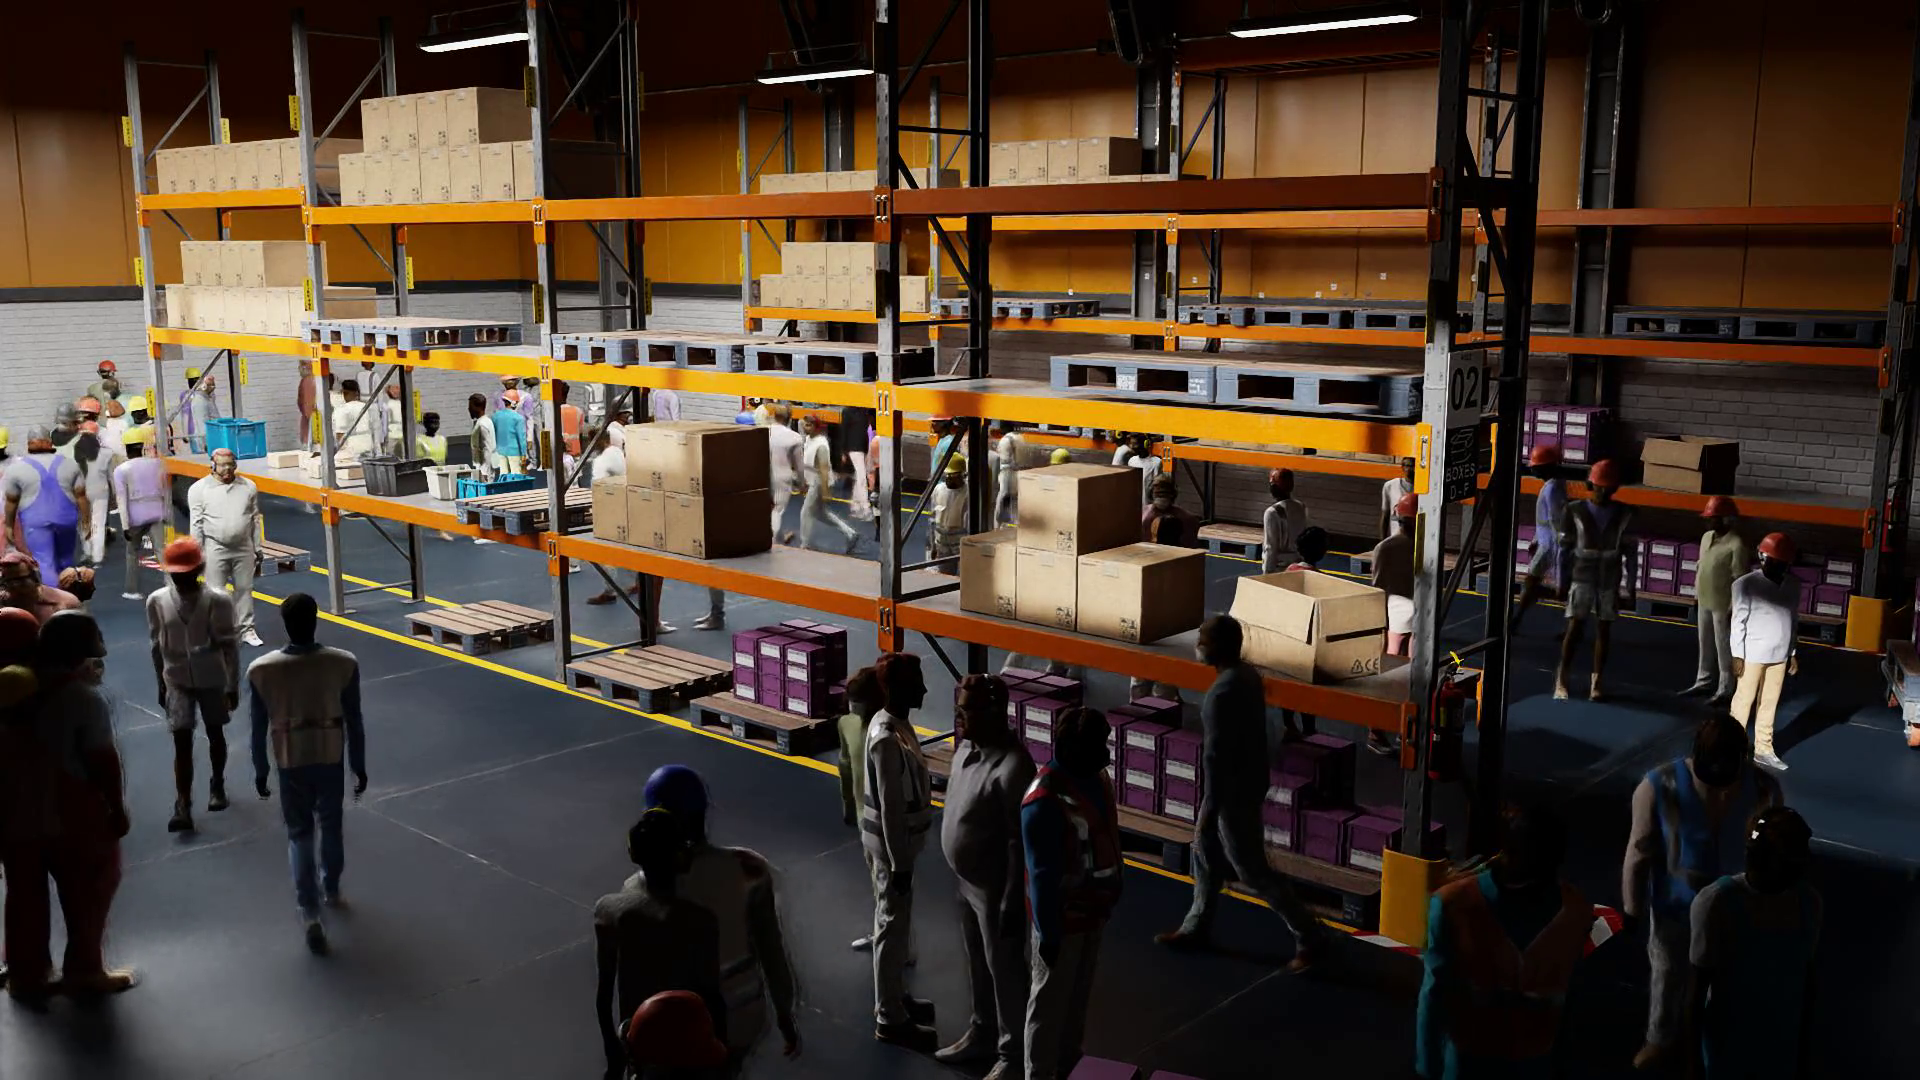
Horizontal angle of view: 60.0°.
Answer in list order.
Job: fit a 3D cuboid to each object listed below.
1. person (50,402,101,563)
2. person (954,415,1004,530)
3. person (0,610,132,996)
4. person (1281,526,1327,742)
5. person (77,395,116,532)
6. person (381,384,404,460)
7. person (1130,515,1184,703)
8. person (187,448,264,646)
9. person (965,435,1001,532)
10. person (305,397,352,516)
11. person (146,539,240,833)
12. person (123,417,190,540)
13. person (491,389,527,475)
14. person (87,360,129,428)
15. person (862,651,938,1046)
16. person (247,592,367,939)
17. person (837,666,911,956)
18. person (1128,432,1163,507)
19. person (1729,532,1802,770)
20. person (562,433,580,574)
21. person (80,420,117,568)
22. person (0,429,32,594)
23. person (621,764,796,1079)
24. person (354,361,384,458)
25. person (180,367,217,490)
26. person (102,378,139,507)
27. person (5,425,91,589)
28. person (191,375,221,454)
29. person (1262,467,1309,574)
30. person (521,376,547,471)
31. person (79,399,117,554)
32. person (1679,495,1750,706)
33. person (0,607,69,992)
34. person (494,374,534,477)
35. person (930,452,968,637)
[{"bbox_3d":[-10.475,-0.676,19.515,0.708,2.000,1.067,3,10,16],"label":"person"},{"bbox_3d":[0.233,-0.772,20.551,0.964,1.875,0.590,2,10,12],"label":"person"},{"bbox_3d":[-4.557,1.286,8.418,0.748,2.000,0.534,2,10,11],"label":"person"},{"bbox_3d":[2.615,0.736,12.504,0.318,1.697,0.536,-4,11,-23],"label":"person"},{"bbox_3d":[-11.384,-0.982,21.812,0.503,1.840,0.340,8,13,39],"label":"person"},{"bbox_3d":[-8.857,-1.633,26.105,0.567,1.613,0.552,9,13,40],"label":"person"},{"bbox_3d":[1.473,0.720,12.236,0.429,1.831,0.629,-8,13,-37],"label":"person"},{"bbox_3d":[-6.855,0.083,15.598,0.643,1.909,0.411,-9,13,-41],"label":"person"},{"bbox_3d":[0.221,-0.447,19.059,0.338,1.742,0.563,9,13,40],"label":"person"},{"bbox_3d":[-8.890,-1.175,23.265,0.618,1.722,0.457,6,12,29],"label":"person"},{"bbox_3d":[-4.991,0.930,10.850,0.556,1.884,0.903,-3,10,-16],"label":"person"},{"bbox_3d":[-10.214,-0.904,21.351,1.046,1.859,0.599,-3,10,-15],"label":"person"},{"bbox_3d":[-6.416,-1.284,23.800,0.574,1.742,0.355,5,11,27],"label":"person"},{"bbox_3d":[-13.347,-1.827,26.172,0.609,1.988,0.392,-3,10,-14],"label":"person"},{"bbox_3d":[-0.287,1.452,7.931,0.355,1.883,0.575,0,10,-1],"label":"person"},{"bbox_3d":[-3.618,1.229,9.244,0.597,1.875,0.966,-4,11,-23],"label":"person"},{"bbox_3d":[-0.428,1.441,8.760,0.524,1.609,0.401,9,13,41],"label":"person"},{"bbox_3d":[1.949,-0.274,17.779,0.350,1.856,0.522,-8,13,-37],"label":"person"},{"bbox_3d":[5.803,0.801,11.978,0.561,1.750,0.327,-3,10,-16],"label":"person"},{"bbox_3d":[-4.557,-0.428,19.238,0.310,1.642,0.514,-3,10,-17],"label":"person"},{"bbox_3d":[-10.279,-0.556,19.728,0.564,1.717,0.758,-2,10,-14],"label":"person"},{"bbox_3d":[-10.152,-0.269,17.720,0.611,1.854,1.016,-2,10,-14],"label":"person"},{"bbox_3d":[-0.885,1.777,6.085,0.635,1.905,0.901,-8,13,-38],"label":"person"},{"bbox_3d":[-10.343,-2.313,29.210,0.580,1.884,0.352,4,11,23],"label":"person"},{"bbox_3d":[-11.774,-1.716,25.739,0.395,1.920,0.588,6,12,31],"label":"person"},{"bbox_3d":[-12.140,-1.421,24.177,0.643,1.878,0.776,10,14,44],"label":"person"},{"bbox_3d":[-9.310,-0.223,16.952,0.722,2.000,1.037,-8,13,-39],"label":"person"},{"bbox_3d":[-11.089,-1.492,24.553,0.401,1.894,0.653,-4,11,-20],"label":"person"},{"bbox_3d":[2.792,0.304,14.421,0.346,1.881,0.578,10,14,43],"label":"person"},{"bbox_3d":[-7.204,-2.026,28.031,0.489,1.731,0.321,4,11,20],"label":"person"},{"bbox_3d":[-10.807,-0.813,20.717,0.580,1.879,0.943,-2,10,-13],"label":"person"},{"bbox_3d":[6.225,0.492,13.719,0.342,1.748,0.573,-2,10,-10],"label":"person"},{"bbox_3d":[-4.702,1.307,8.438,0.612,1.991,0.392,4,11,19],"label":"person"},{"bbox_3d":[-6.513,-1.510,24.221,0.605,2.045,0.381,2,10,9],"label":"person"},{"bbox_3d":[-0.037,0.060,15.987,0.590,1.823,0.404,6,11,29],"label":"person"}]
